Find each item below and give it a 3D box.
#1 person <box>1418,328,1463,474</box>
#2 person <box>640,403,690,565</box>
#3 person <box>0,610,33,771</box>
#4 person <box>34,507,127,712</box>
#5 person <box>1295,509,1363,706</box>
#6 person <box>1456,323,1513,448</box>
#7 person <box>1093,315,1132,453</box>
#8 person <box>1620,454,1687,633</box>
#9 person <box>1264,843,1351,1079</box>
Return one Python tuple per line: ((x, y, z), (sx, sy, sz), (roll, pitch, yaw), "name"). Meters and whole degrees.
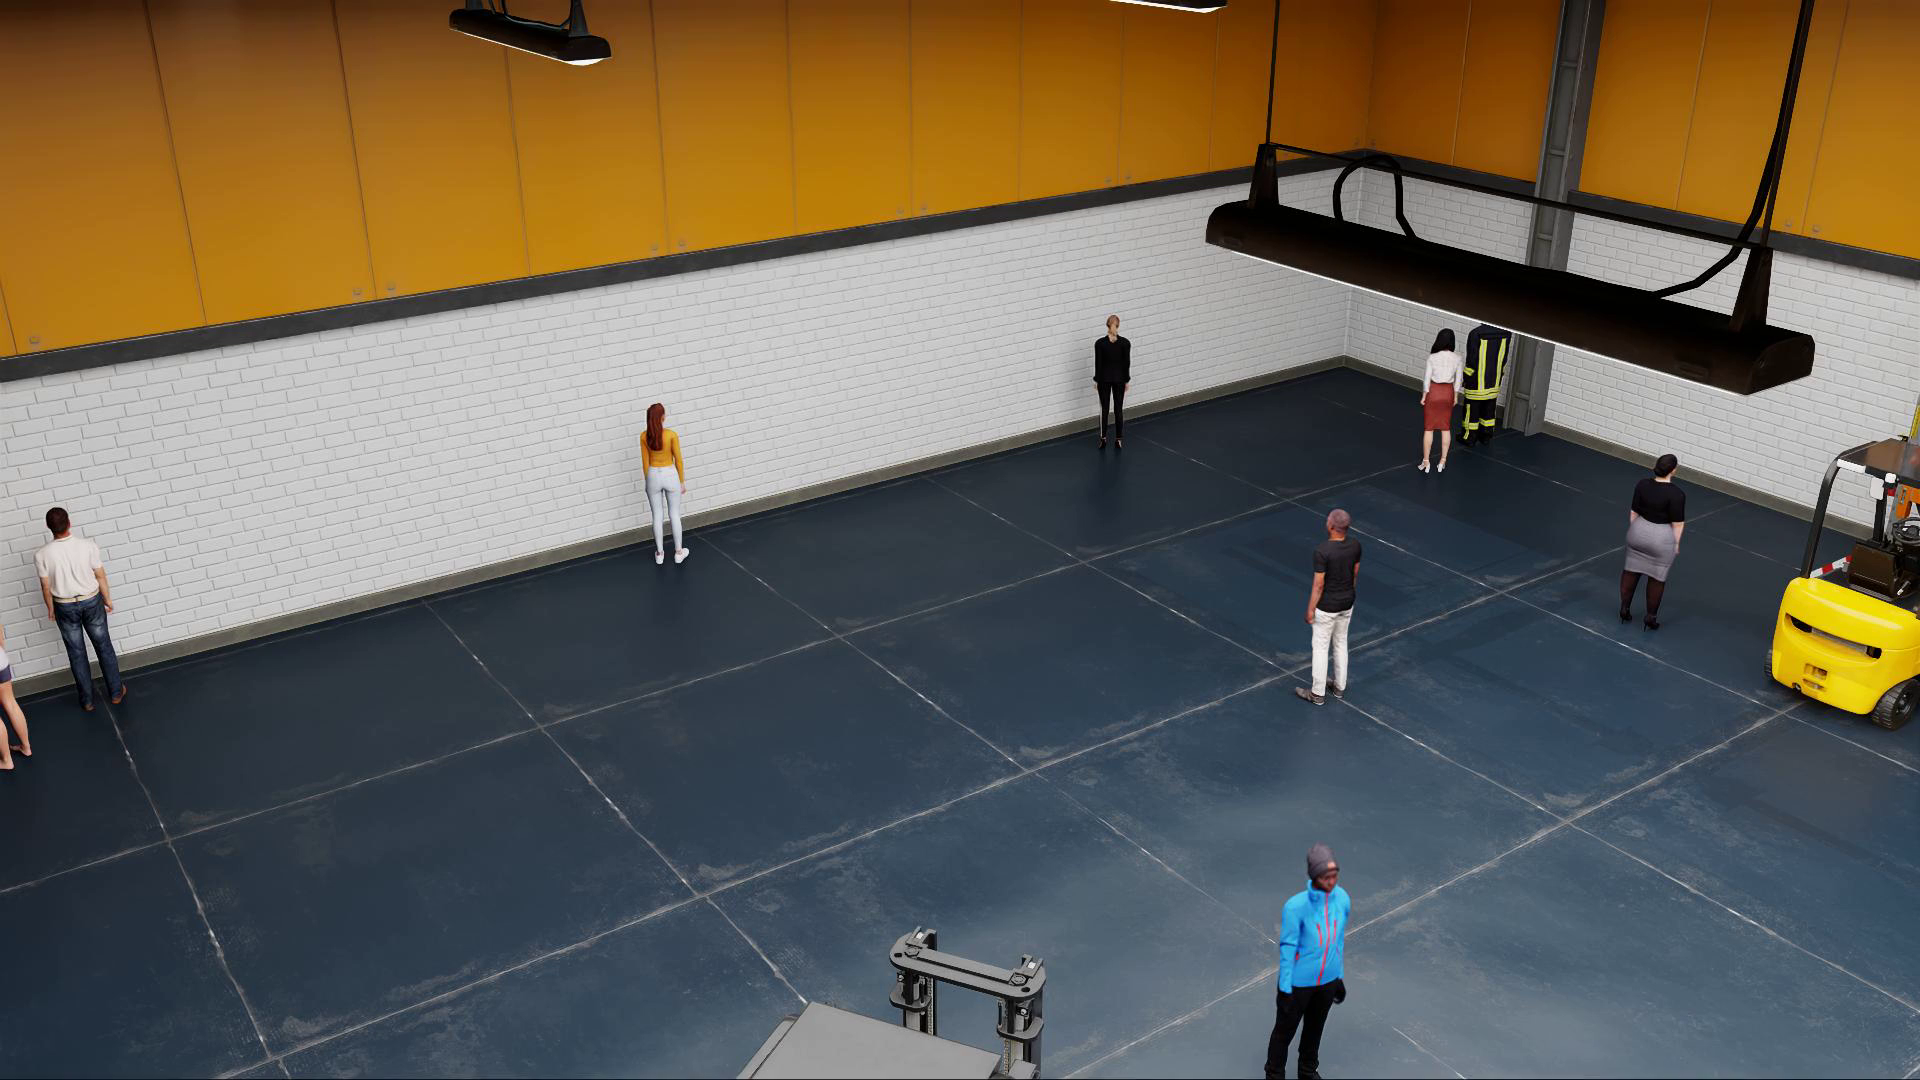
((5.645, -1.642, 19.589), (0.672, 1.750, 0.696), (0, 24, 1), "person")
((-3.066, -0.590, 17.181), (0.680, 1.751, 0.719), (0, 24, -1), "person")
((-7.868, 1.043, 13.468), (0.729, 1.732, 0.683), (6, 24, 14), "person")
((-7.611, 0.584, 14.363), (0.680, 1.856, 0.589), (-13, 27, -27), "person")
((3.238, 0.573, 14.453), (0.667, 1.805, 0.618), (-13, 27, -27), "person")
((6.440, -2.058, 20.449), (0.835, 1.822, 0.803), (-6, 24, -14), "person")
((1.846, -1.909, 20.254), (0.700, 1.707, 0.729), (0, 24, 1), "person")
((6.574, 0.011, 15.795), (0.750, 1.760, 0.573), (-19, 30, -37), "person")
((2.063, 2.584, 9.870), (0.651, 1.792, 0.601), (-10, 25, -21), "person")
